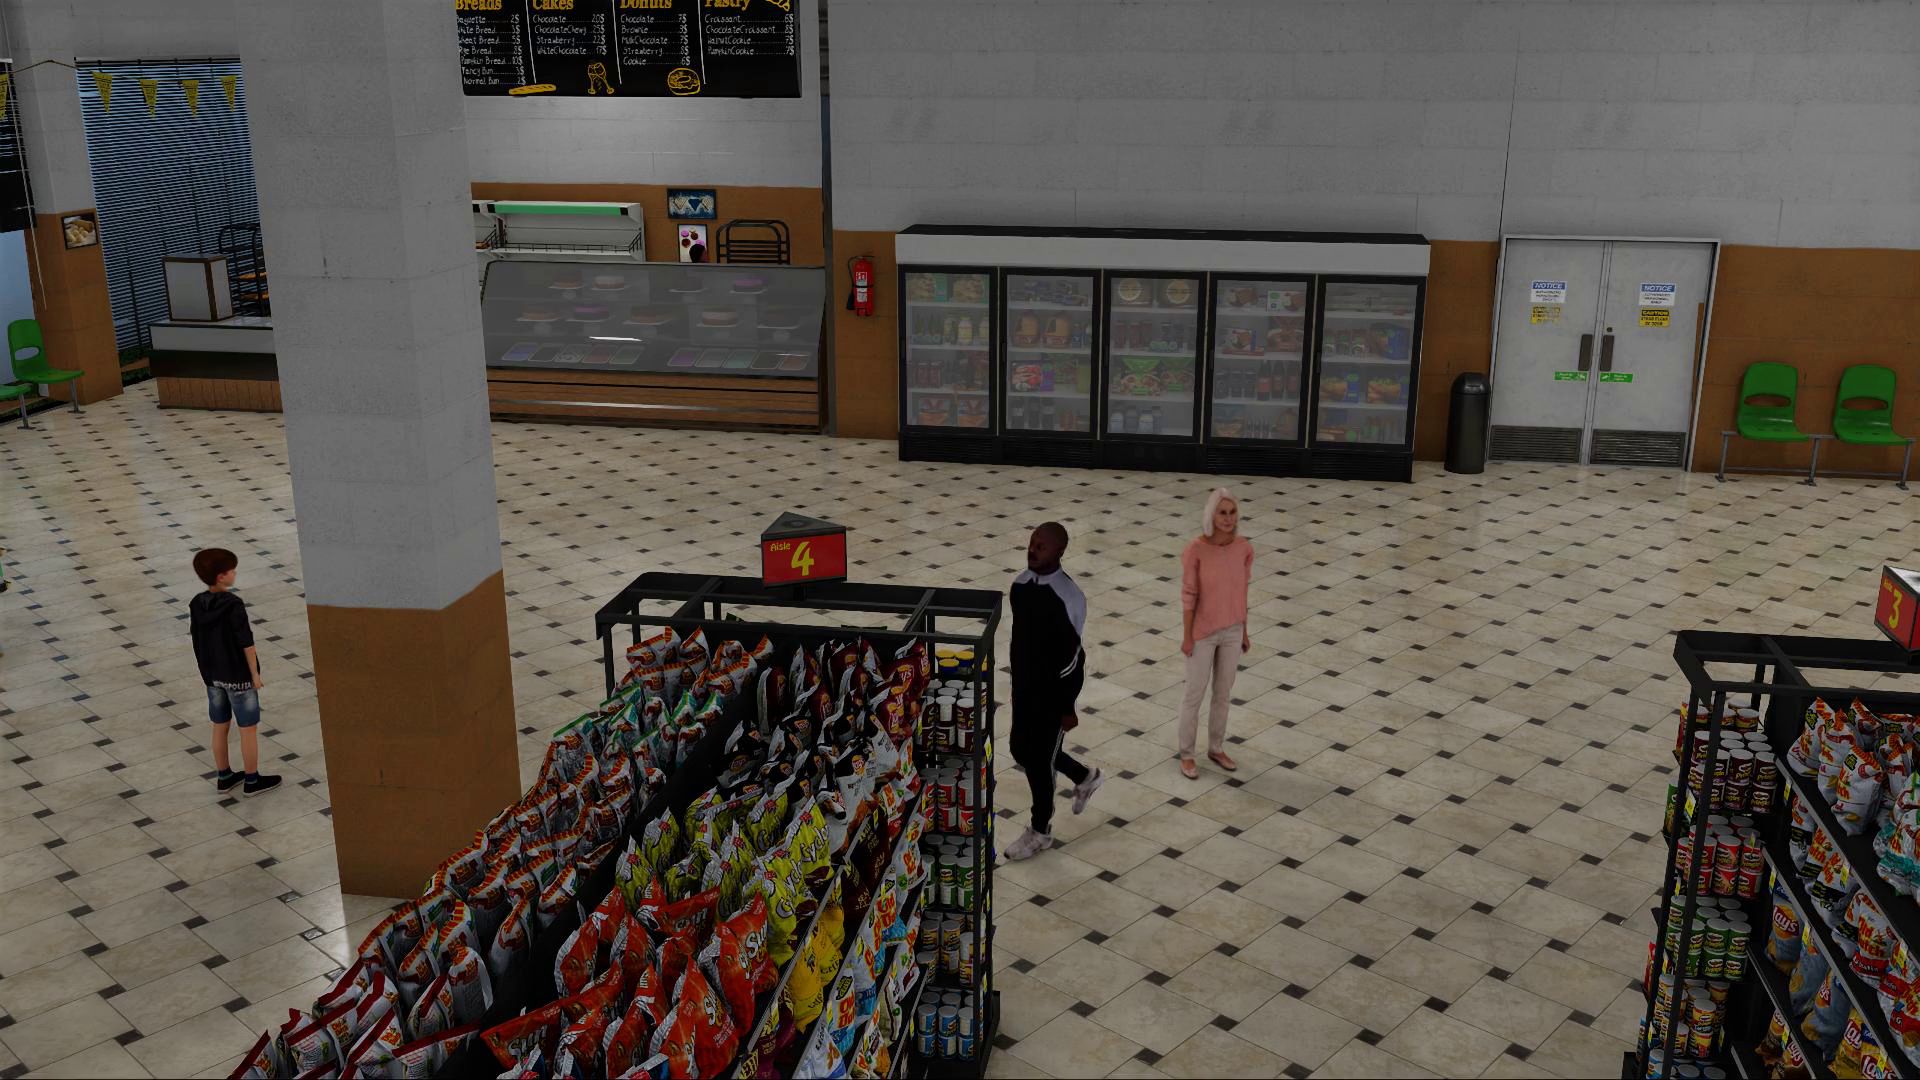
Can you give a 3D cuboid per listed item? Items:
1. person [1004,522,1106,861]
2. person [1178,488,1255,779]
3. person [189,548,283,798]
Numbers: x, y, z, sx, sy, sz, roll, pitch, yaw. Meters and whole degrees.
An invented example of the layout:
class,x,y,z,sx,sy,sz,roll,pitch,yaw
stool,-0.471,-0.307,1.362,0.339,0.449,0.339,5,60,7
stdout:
class,x,y,z,sx,sy,sz,roll,pitch,yaw
person,0.518,0.757,8.760,1.046,1.805,1.005,-10,20,-31
person,1.481,0.523,9.667,0.684,1.725,0.687,-6,18,-18
person,-4.143,0.743,9.420,0.561,1.447,0.539,5,18,17
